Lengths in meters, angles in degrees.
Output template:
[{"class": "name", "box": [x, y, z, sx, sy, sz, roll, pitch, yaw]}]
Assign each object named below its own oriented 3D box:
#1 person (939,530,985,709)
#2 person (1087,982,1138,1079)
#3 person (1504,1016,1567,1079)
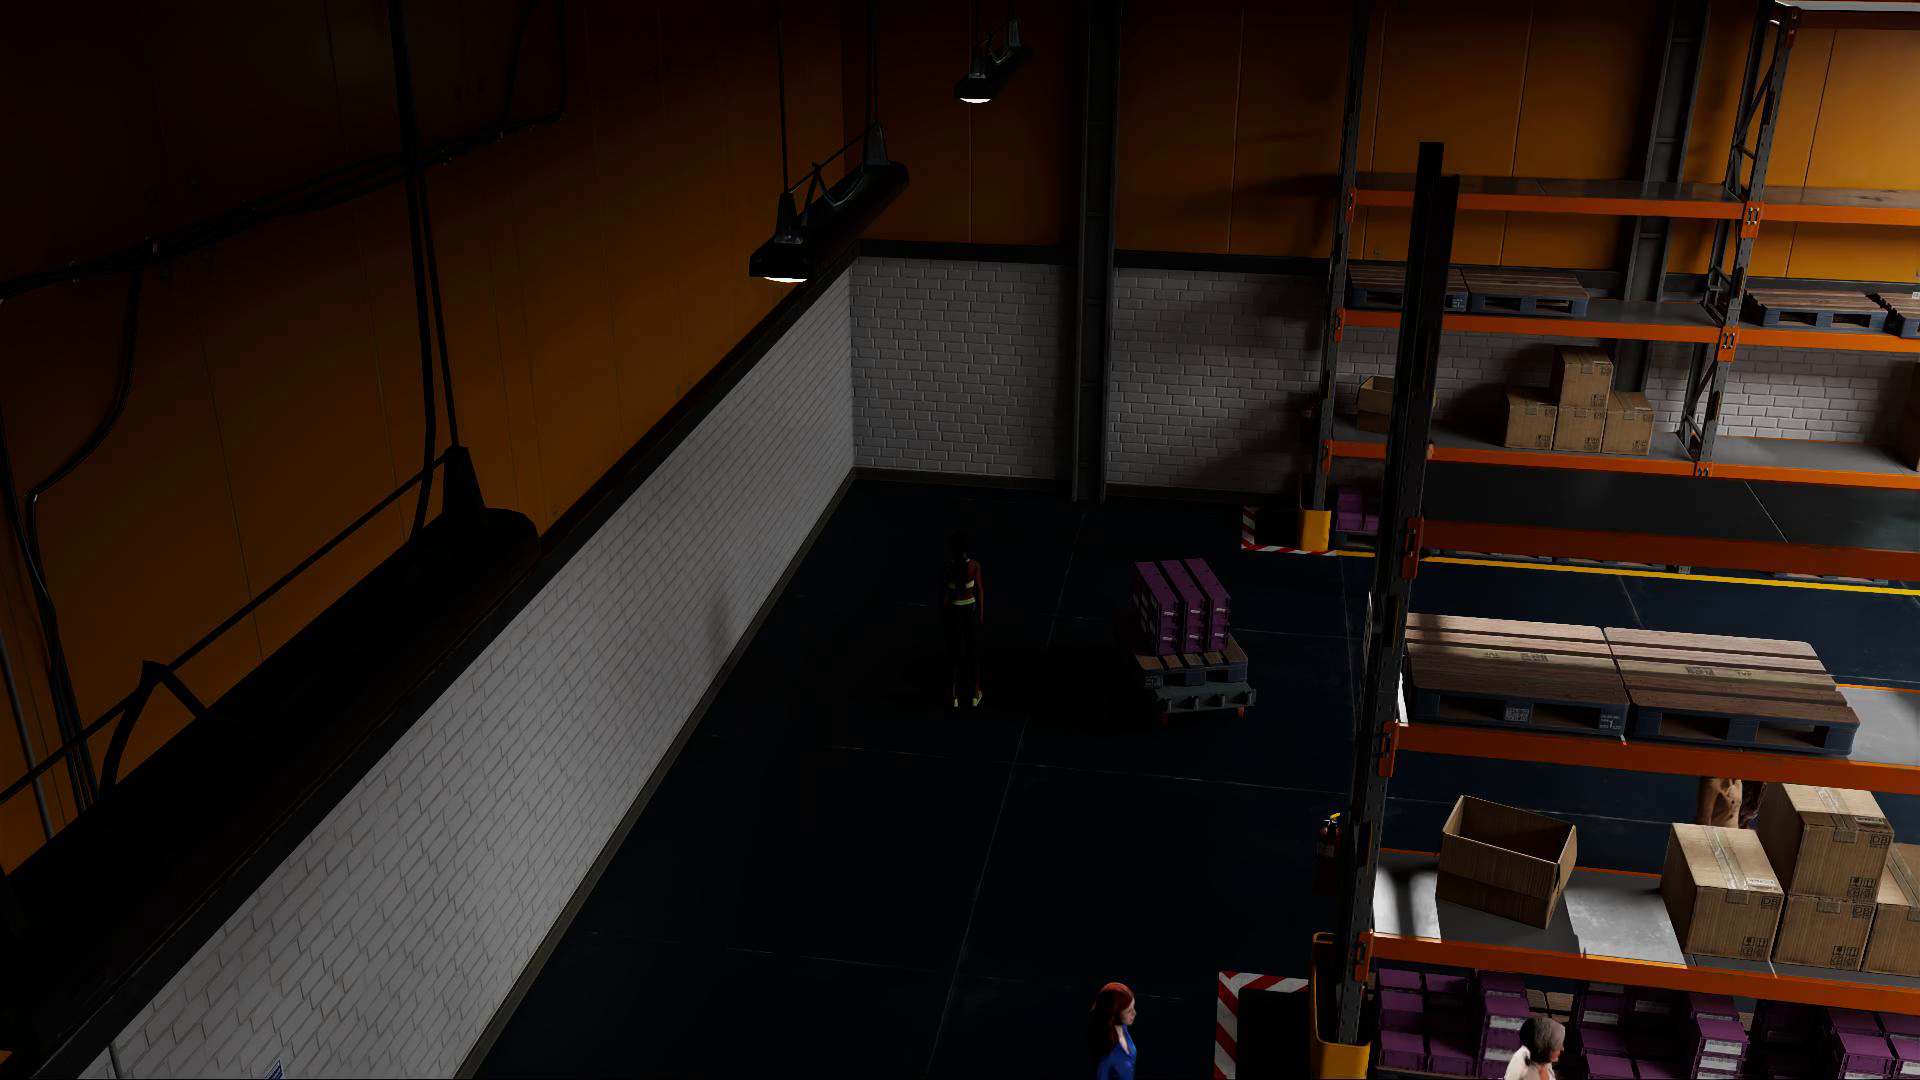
[{"class": "person", "box": [0.017, 0.727, 15.351, 0.512, 1.754, 0.663, -1, 24, -2]}, {"class": "person", "box": [0.751, 3.270, 9.465, 0.988, 1.810, 0.760, 10, 25, 21]}, {"class": "person", "box": [3.044, 3.367, 9.341, 1.039, 1.731, 0.816, 13, 27, 26]}]
